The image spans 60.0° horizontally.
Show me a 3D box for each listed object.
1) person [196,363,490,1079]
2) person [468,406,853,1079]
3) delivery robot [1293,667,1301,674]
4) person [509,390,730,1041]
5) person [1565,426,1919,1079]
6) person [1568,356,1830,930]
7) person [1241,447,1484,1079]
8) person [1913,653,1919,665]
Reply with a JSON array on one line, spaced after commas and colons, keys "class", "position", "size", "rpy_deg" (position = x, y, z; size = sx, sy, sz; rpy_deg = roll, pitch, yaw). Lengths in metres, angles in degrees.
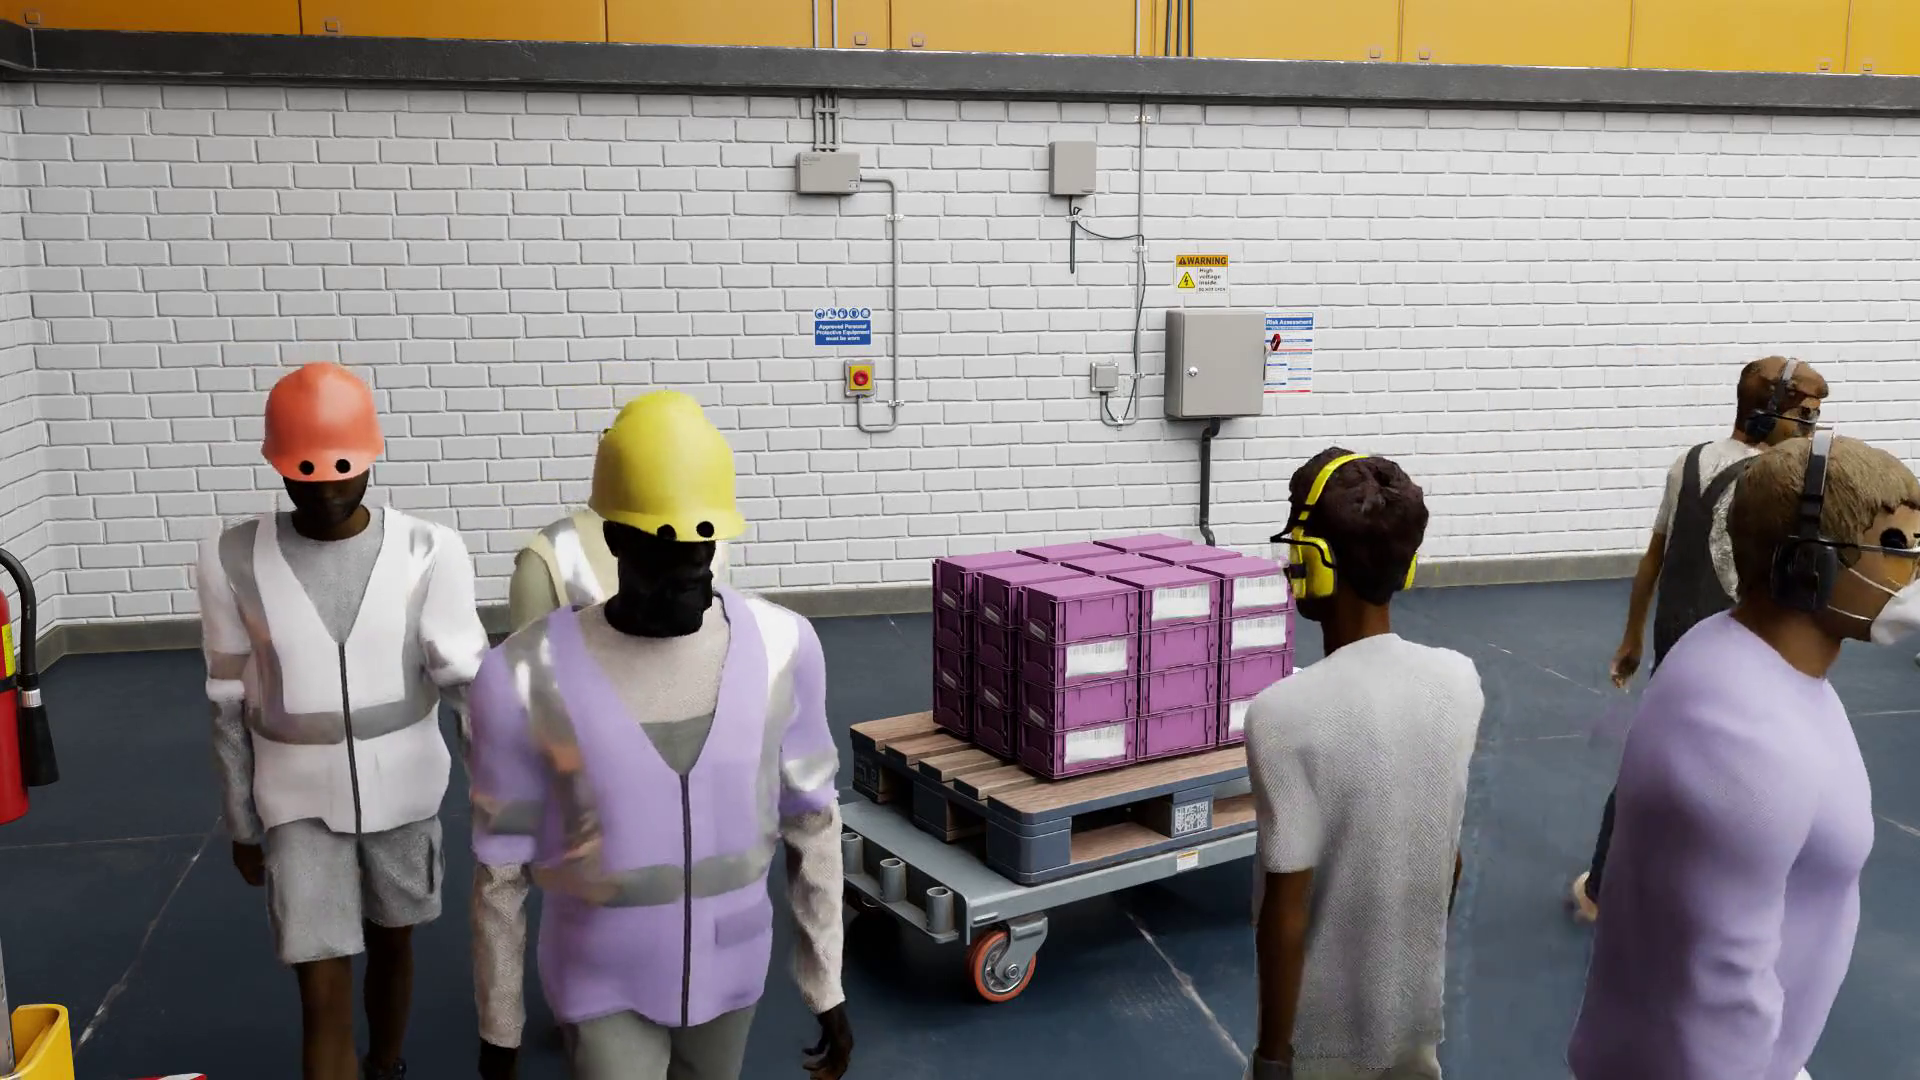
[{"class": "person", "position": [-1.249, 0.573, 3.484], "size": [0.575, 1.874, 0.969], "rpy_deg": [-4, 11, -23]}, {"class": "person", "position": [-0.531, 0.696, 2.841], "size": [0.605, 1.887, 0.917], "rpy_deg": [-5, 12, -28]}, {"class": "delivery robot", "position": [1.212, 0.712, 6.143], "size": [0.707, 0.478, 0.477], "rpy_deg": [-5, 11, -27]}, {"class": "person", "position": [-0.842, 0.520, 4.063], "size": [0.620, 1.793, 0.781], "rpy_deg": [-9, 14, -41]}, {"class": "person", "position": [0.958, 0.773, 2.371], "size": [0.935, 1.907, 0.636], "rpy_deg": [5, 12, 27]}, {"class": "person", "position": [2.167, 0.350, 4.952], "size": [0.429, 1.804, 0.701], "rpy_deg": [-3, 11, -18]}, {"class": "person", "position": [0.637, 0.763, 2.637], "size": [0.543, 1.822, 0.982], "rpy_deg": [-6, 12, -30]}, {"class": "person", "position": [5.331, -0.328, 8.256], "size": [1.109, 1.977, 0.639], "rpy_deg": [-2, 10, -12]}]
